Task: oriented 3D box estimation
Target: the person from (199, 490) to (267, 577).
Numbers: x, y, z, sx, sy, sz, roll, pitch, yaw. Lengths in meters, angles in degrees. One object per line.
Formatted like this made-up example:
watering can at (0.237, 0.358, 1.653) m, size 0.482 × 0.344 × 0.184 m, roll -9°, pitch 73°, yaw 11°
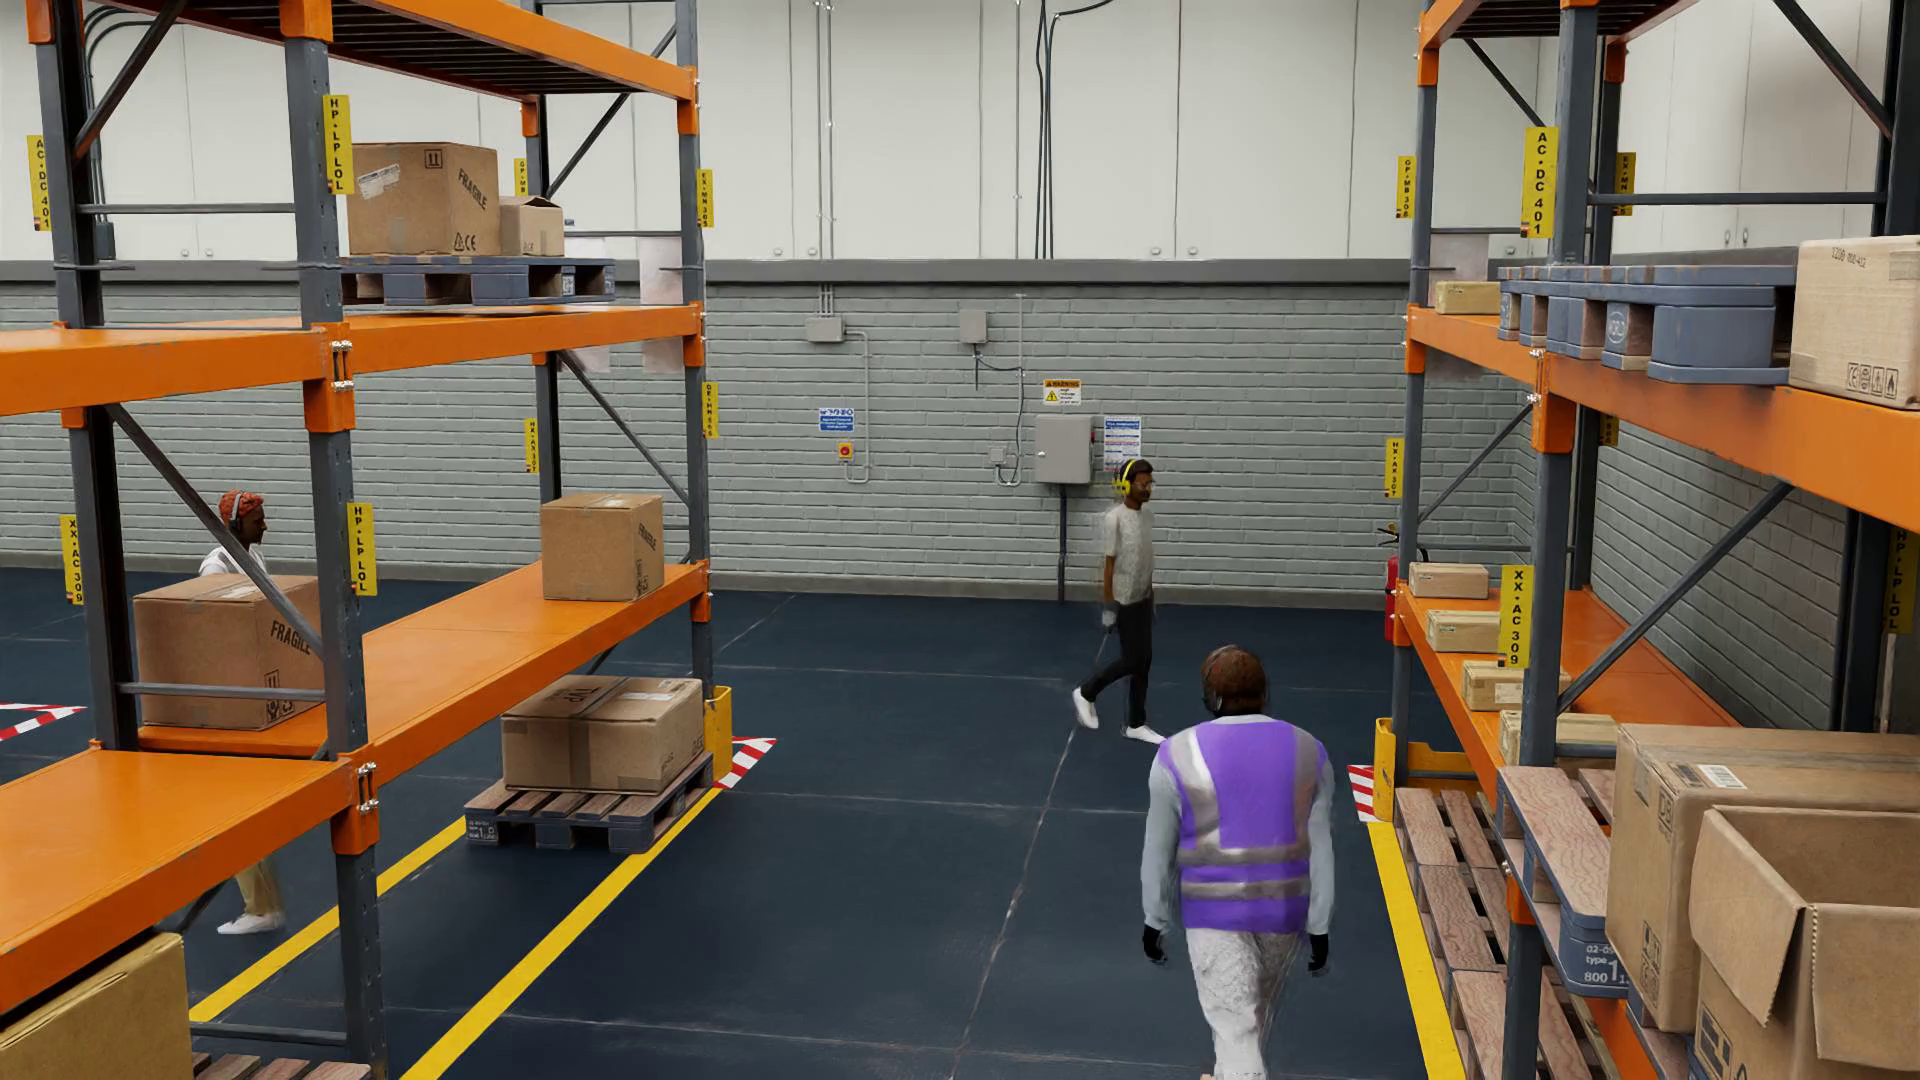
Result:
person at (-3.813, 0.670, 8.869) m, size 0.358 × 1.880 × 0.575 m, roll 0°, pitch 9°, yaw 0°

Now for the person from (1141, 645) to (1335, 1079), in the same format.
person at (0.952, 1.266, 5.548) m, size 0.629 × 1.780 × 0.967 m, roll -1°, pitch 9°, yaw -8°

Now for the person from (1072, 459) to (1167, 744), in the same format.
person at (1.066, 0.388, 10.721) m, size 0.567 × 1.847 × 0.512 m, roll 7°, pitch 12°, yaw 38°
